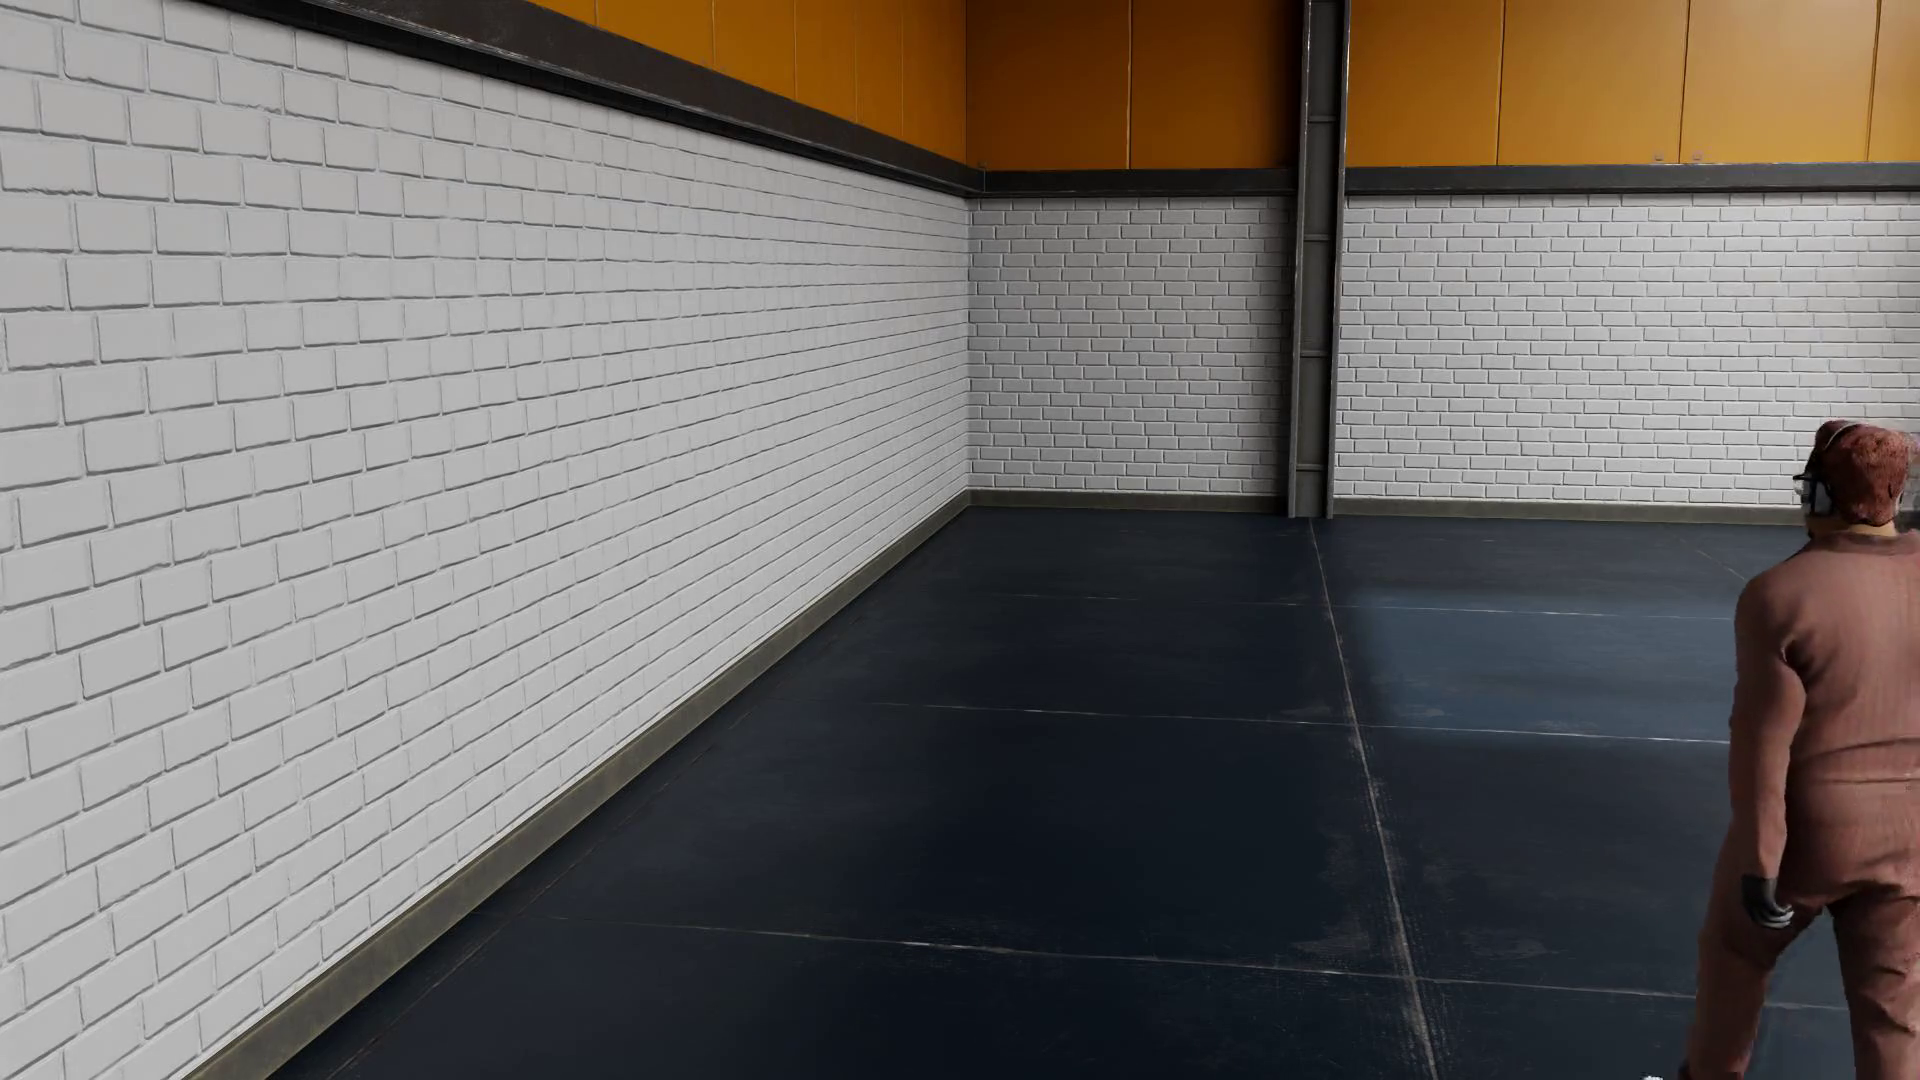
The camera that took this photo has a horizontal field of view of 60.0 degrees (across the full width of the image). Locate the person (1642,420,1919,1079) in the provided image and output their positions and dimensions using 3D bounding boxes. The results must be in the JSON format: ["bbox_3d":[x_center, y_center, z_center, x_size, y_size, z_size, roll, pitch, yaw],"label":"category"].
[{"bbox_3d":[2.026,0.653,3.961,0.651,1.875,0.868,-1,9,-4],"label":"person"}]
